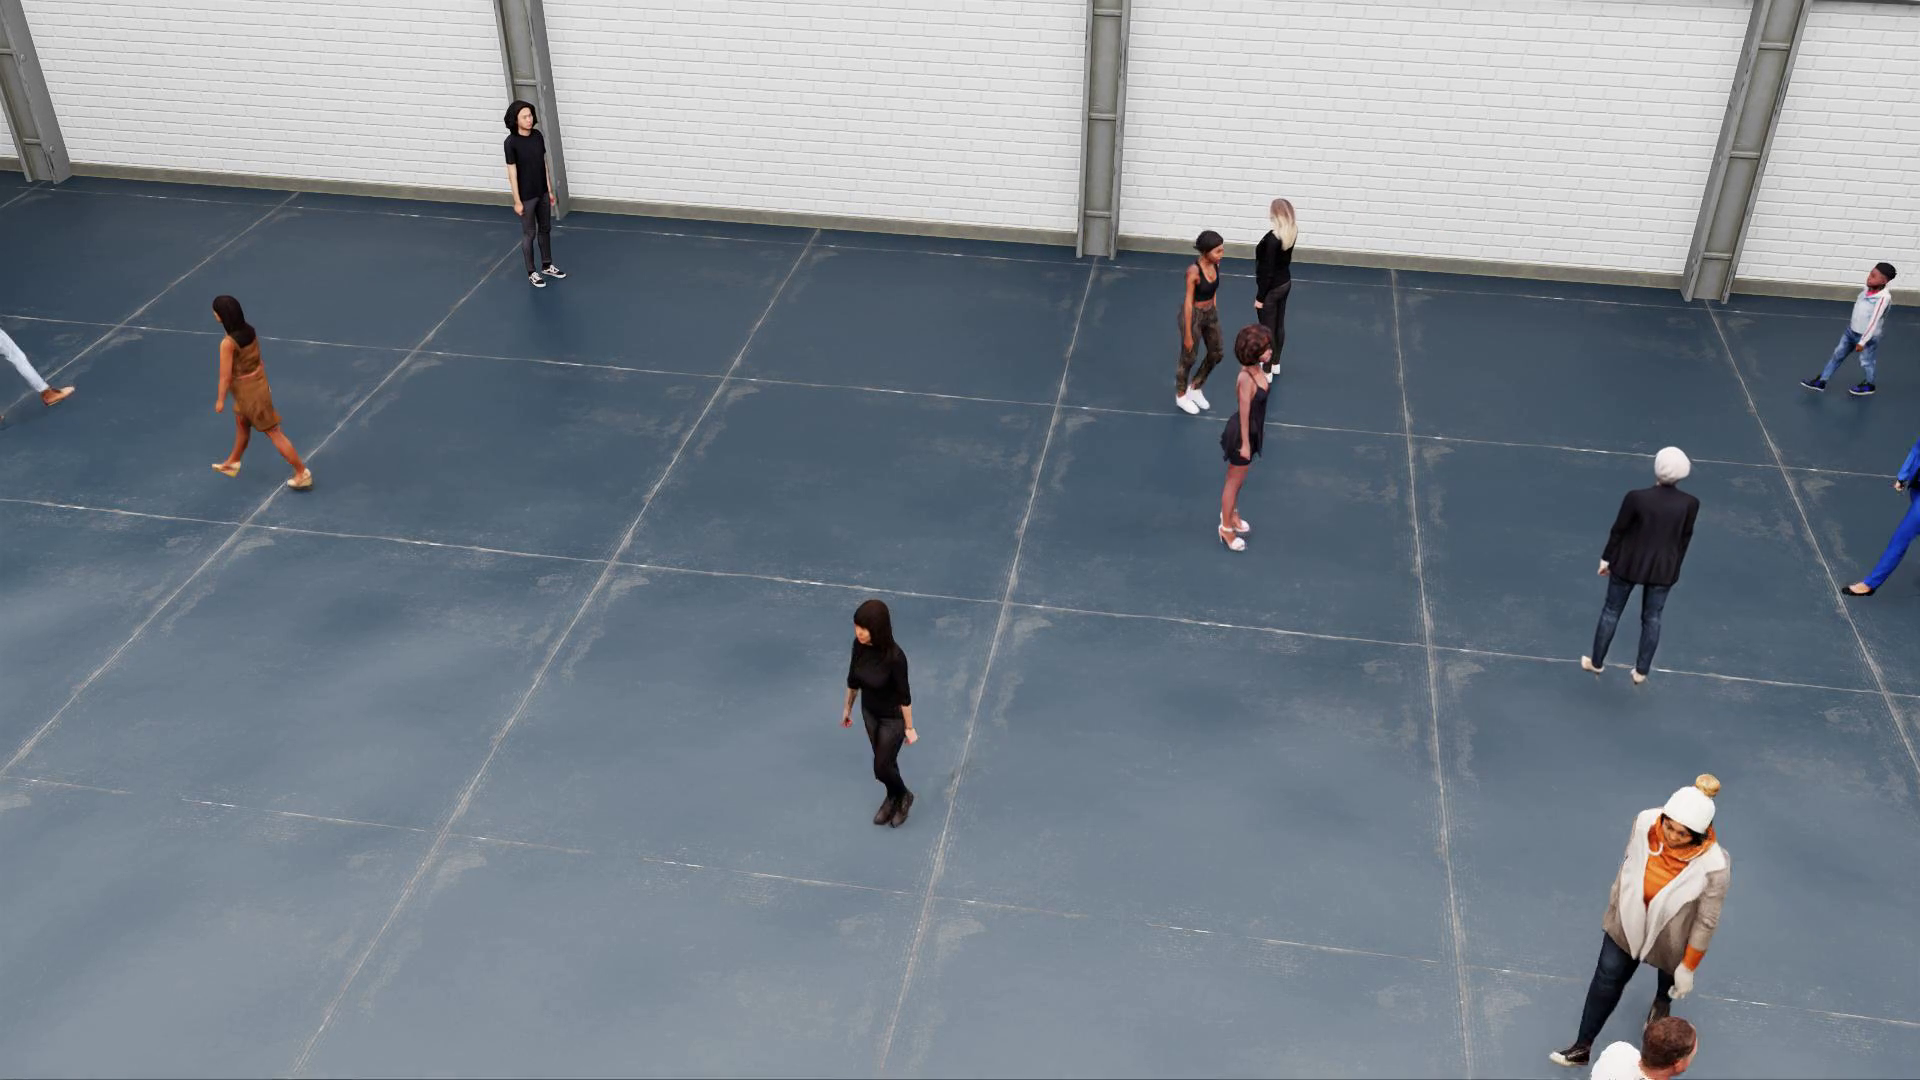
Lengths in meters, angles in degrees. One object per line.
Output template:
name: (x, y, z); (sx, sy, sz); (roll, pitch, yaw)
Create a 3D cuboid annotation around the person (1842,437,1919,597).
person: (6.951, -0.336, 11.778); (1.247, 1.654, 0.926); (-7, 34, -10)

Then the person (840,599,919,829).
person: (-0.389, 0.989, 9.810); (0.666, 1.626, 0.767); (24, 41, 32)

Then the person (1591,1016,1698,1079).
person: (2.620, 2.712, 7.073); (1.345, 1.787, 0.985); (-6, 34, -9)

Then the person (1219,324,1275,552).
person: (2.095, -0.770, 12.309); (0.573, 1.788, 0.594); (11, 35, 15)

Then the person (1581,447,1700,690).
person: (4.369, 0.160, 10.642); (0.652, 1.768, 0.723); (9, 35, 13)

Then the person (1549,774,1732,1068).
person: (3.564, 1.849, 8.316); (1.216, 1.847, 1.213); (29, 43, 36)

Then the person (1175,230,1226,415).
person: (1.941, -1.854, 14.037); (0.758, 1.682, 0.805); (-28, 42, -35)

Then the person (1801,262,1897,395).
person: (7.869, -1.795, 14.361); (0.897, 1.226, 0.607); (-1, 34, -2)

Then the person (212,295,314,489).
person: (-5.422, -1.099, 12.933); (1.087, 1.646, 0.692); (0, 34, -1)

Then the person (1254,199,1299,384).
person: (2.749, -2.178, 14.519); (0.679, 1.688, 0.685); (22, 39, 29)

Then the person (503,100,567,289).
person: (-4.183, -3.410, 16.240); (0.685, 1.835, 0.714); (21, 39, 29)
